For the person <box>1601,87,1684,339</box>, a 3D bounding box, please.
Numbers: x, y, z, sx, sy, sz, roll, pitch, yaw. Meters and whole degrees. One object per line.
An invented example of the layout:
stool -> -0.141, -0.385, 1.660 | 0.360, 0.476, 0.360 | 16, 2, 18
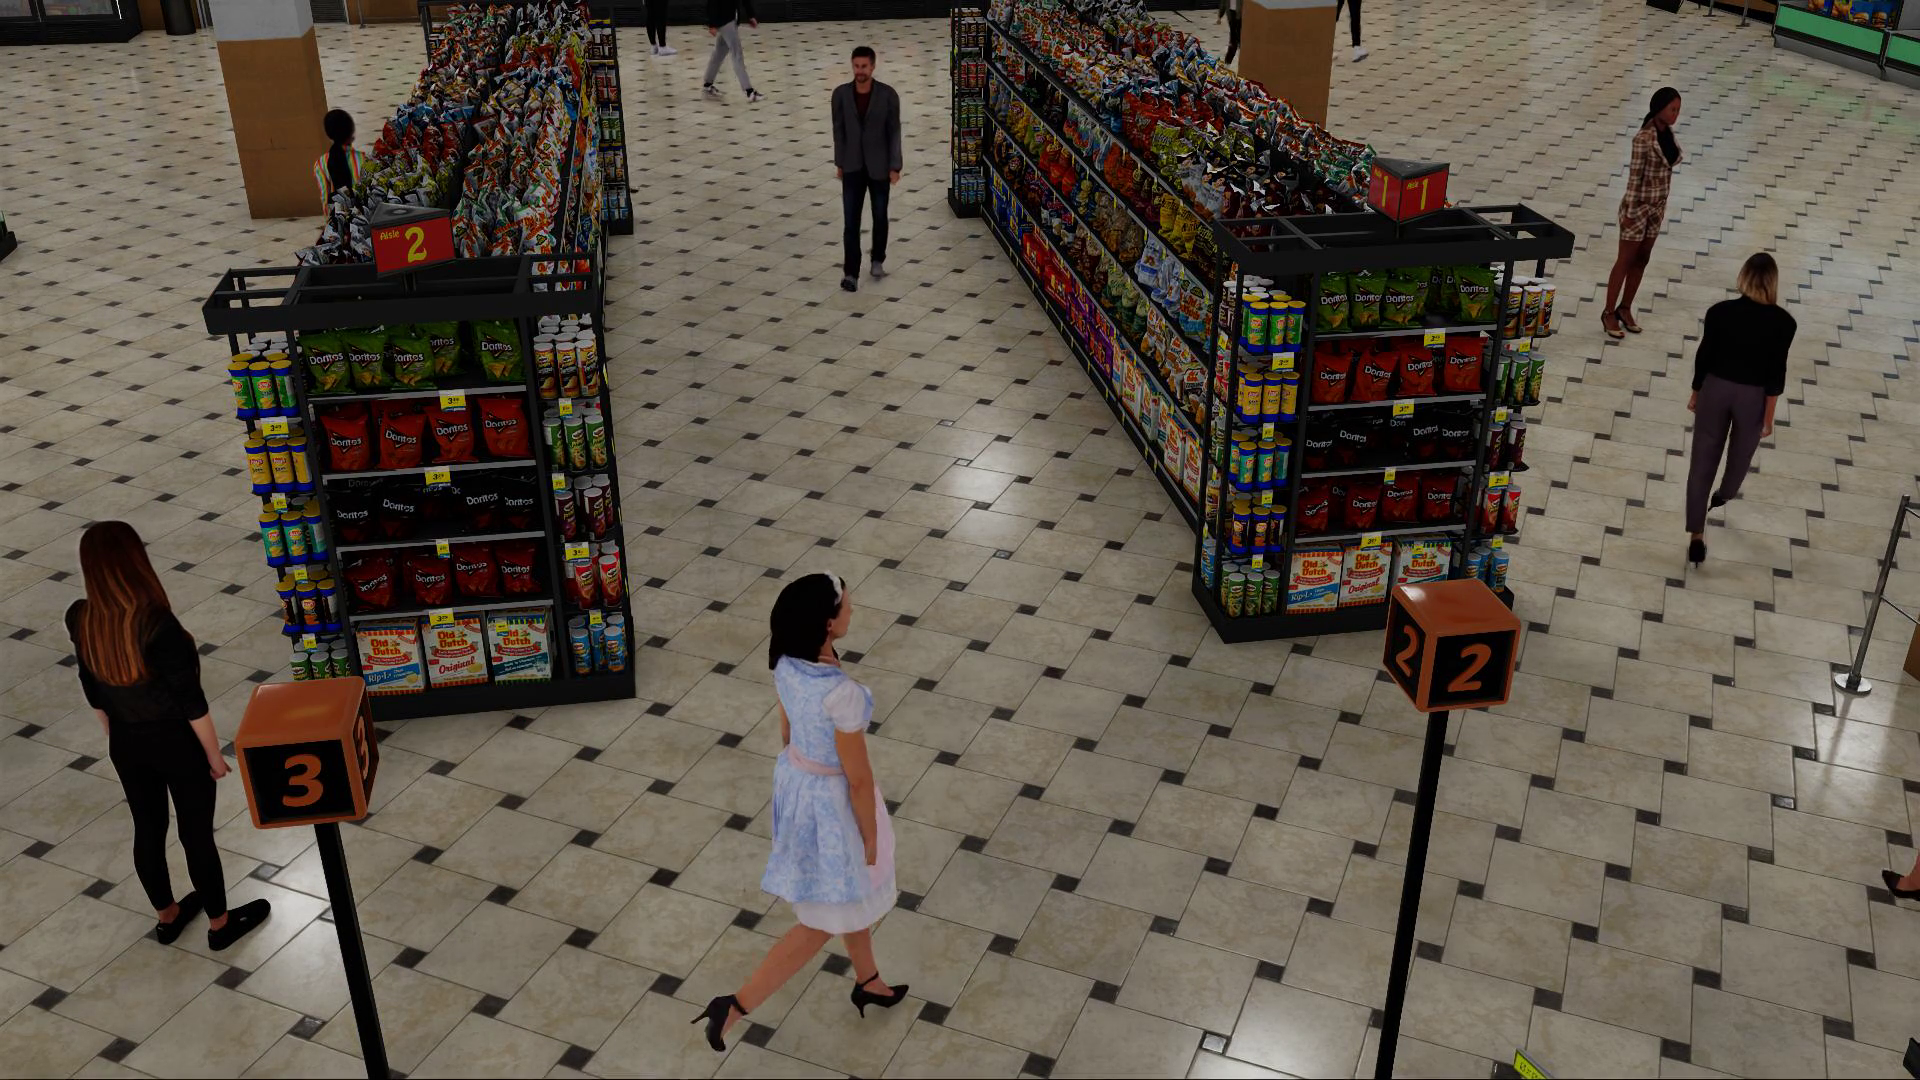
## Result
person -> 4.858, -2.328, 11.853 | 0.661, 1.792, 0.675 | -18, 32, -31

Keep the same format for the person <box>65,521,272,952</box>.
person -> -2.874, 0.721, 5.929 | 0.665, 1.713, 0.647 | 6, 27, 11

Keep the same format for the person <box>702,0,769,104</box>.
person -> -2.707, -5.909, 18.795 | 1.263, 1.900, 1.263 | 15, 30, 27

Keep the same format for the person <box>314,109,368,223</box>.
person -> -4.030, -1.991, 11.189 | 0.600, 1.792, 0.533 | -3, 27, -7

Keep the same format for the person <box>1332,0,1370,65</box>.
person -> 4.821, -6.954, 20.991 | 0.744, 1.778, 1.148 | -7, 28, -13

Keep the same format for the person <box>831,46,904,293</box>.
person -> -0.707, -2.888, 12.920 | 0.895, 1.827, 1.211 | 2, 27, 4

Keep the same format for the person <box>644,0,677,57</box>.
person -> -3.936, -7.115, 21.463 | 0.709, 1.639, 0.770 | 18, 32, 31

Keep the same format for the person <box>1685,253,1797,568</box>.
person -> 4.011, -0.626, 8.686 | 1.025, 1.620, 1.155 | 14, 30, 26

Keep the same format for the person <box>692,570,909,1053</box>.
person -> -0.507, 0.955, 5.382 | 1.023, 1.791, 1.122 | -19, 33, -33
